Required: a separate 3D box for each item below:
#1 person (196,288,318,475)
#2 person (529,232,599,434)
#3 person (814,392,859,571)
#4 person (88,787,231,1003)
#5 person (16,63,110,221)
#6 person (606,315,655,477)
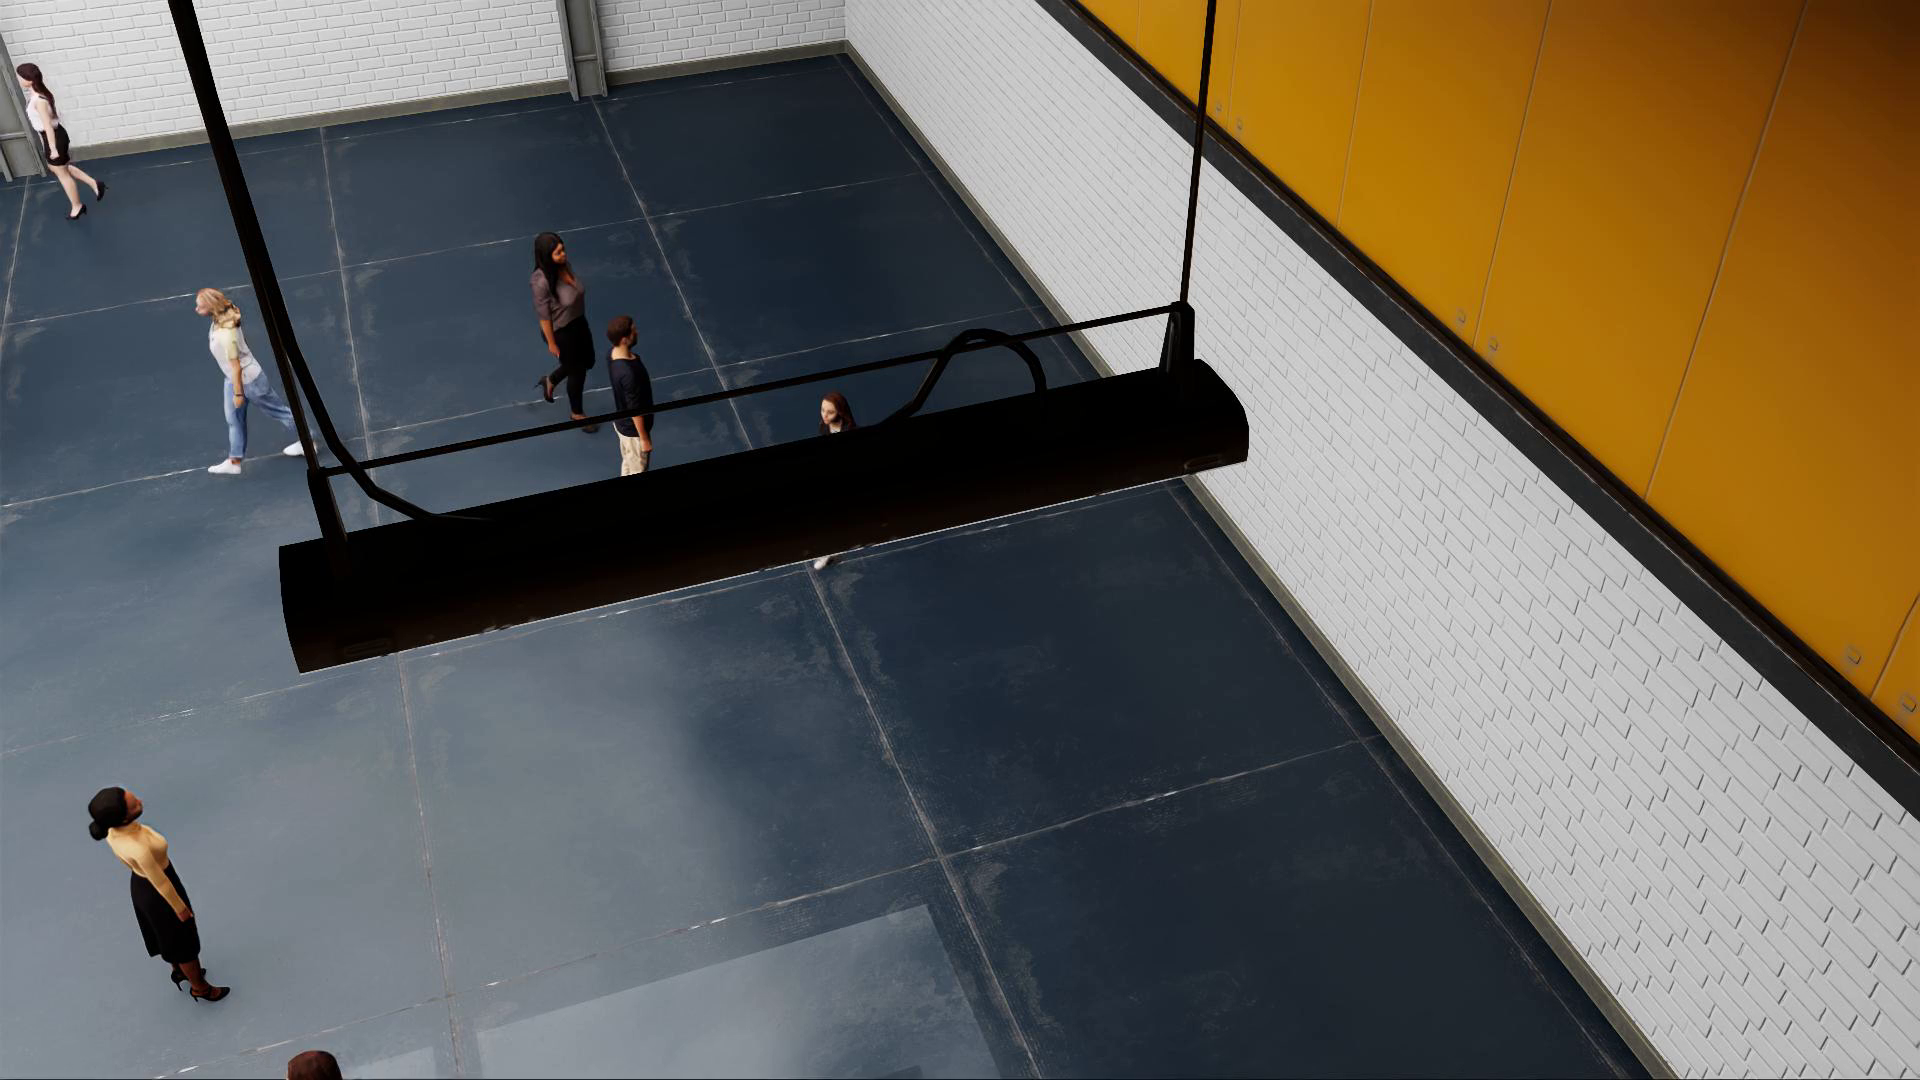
[{"bbox_3d":[-5.532,-1.269,13.113,1.111,1.662,0.746,-14,41,-17],"label":"person"},{"bbox_3d":[-3.284,-1.687,13.507,0.983,1.823,0.902,11,40,14],"label":"person"},{"bbox_3d":[-0.841,-0.472,12.269,0.848,1.468,0.956,23,44,27],"label":"person"},{"bbox_3d":[-4.382,1.945,9.095,0.655,1.653,0.681,27,46,30],"label":"person"},{"bbox_3d":[-8.873,-3.946,16.482,0.740,1.640,0.615,-19,42,-22],"label":"person"},{"bbox_3d":[-2.454,-0.854,12.441,0.568,1.851,0.647,-16,41,-19],"label":"person"}]
